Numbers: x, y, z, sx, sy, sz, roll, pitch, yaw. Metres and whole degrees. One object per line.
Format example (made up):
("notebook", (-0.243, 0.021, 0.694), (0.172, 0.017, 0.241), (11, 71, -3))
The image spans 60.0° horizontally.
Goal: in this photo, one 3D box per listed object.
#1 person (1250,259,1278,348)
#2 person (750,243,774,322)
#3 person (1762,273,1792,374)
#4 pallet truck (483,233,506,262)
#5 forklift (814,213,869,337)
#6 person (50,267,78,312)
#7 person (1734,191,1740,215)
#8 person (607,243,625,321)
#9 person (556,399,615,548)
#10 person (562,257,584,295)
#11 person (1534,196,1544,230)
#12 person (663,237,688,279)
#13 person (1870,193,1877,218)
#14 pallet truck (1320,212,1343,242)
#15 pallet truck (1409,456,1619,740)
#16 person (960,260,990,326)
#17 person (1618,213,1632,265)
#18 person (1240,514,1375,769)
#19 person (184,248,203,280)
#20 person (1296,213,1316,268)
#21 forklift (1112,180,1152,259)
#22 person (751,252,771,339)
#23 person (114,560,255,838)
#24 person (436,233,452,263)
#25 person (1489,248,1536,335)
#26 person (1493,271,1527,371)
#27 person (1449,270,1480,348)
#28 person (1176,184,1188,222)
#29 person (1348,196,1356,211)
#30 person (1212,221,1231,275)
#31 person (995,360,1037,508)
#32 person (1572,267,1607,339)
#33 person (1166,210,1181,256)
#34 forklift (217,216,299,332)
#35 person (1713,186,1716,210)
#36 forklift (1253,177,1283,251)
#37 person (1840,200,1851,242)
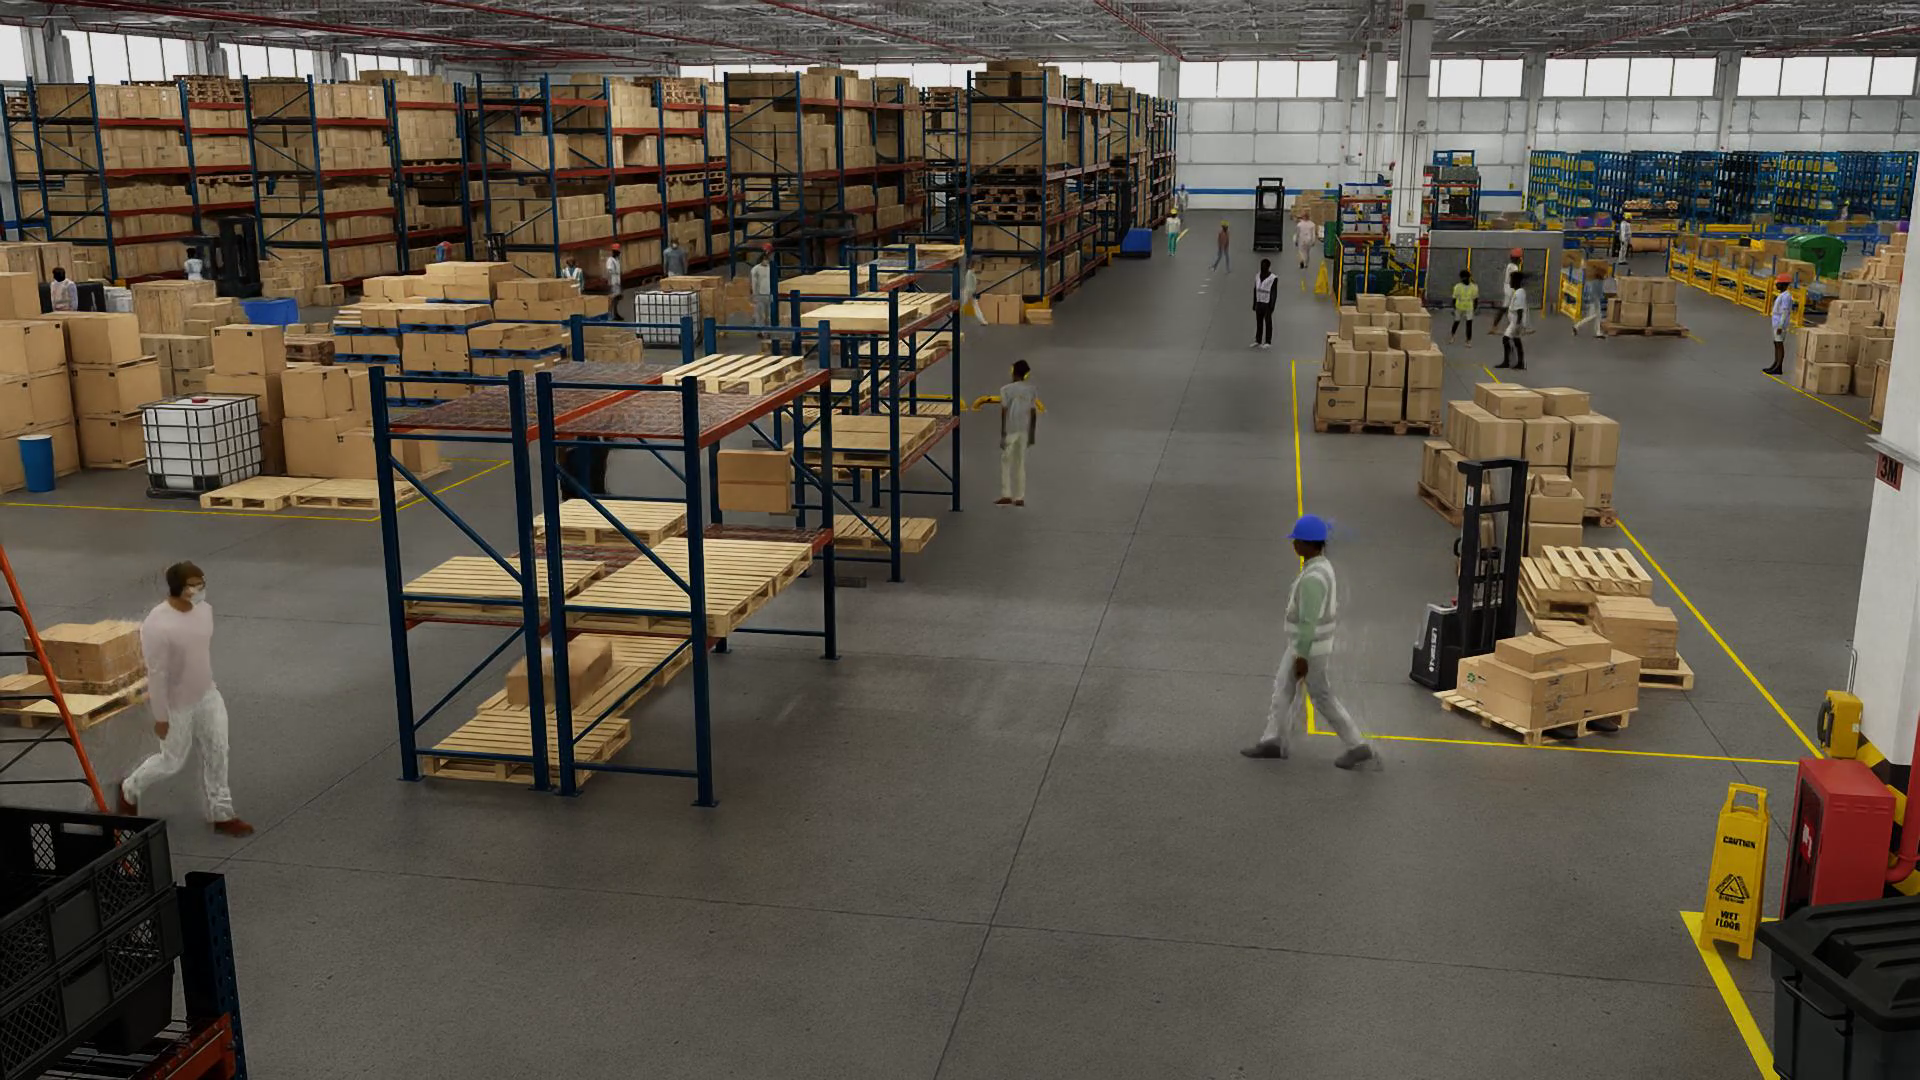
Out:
("person", (6.580, -5.106, 35.911), (0.391, 1.920, 0.587), (-12, 18, -40))
("person", (-4.693, -6.265, 40.585), (1.043, 1.942, 0.644), (-6, 15, -25))
("person", (15.769, -4.158, 32.028), (0.358, 1.938, 0.548), (4, 14, 17))
("pallet truck", (-11.832, -7.026, 43.548), (1.885, 1.965, 0.823), (8, 16, 28))
("forklift", (-2.718, -5.848, 36.948), (1.129, 2.768, 1.873), (3, 14, 10))
("person", (-18.707, -4.772, 34.719), (0.633, 1.841, 0.429), (5, 15, 19))
("person", (37.338, -16.002, 79.894), (0.370, 2.044, 0.608), (2, 14, 7))
("person", (-8.545, -6.374, 41.068), (0.512, 1.916, 0.566), (2, 14, 10))
("person", (-4.198, -0.907, 18.616), (0.696, 2.000, 0.976), (-11, 18, -38))
("person", (-9.342, -6.019, 40.214), (0.524, 1.632, 0.314), (0, 14, -1))
("person", (25.184, -14.082, 72.597), (0.763, 1.795, 0.619), (3, 14, 11))
("person", (-7.512, -7.064, 43.922), (0.630, 1.904, 0.932), (-3, 14, -12))
("person", (43.077, -15.665, 78.647), (0.391, 1.986, 0.609), (-4, 14, -15))
("pallet truck", (15.874, -13.227, 70.310), (0.680, 1.201, 1.601), (10, 17, 35))
("pallet truck", (4.504, 0.400, 13.395), (0.823, 1.965, 1.885), (-6, 15, -23))
("person", (0.240, -5.899, 39.820), (0.920, 1.580, 0.537), (4, 14, 17))
("person", (23.221, -10.508, 58.063), (0.403, 1.817, 0.602), (9, 16, 32))
("person", (2.607, 0.748, 12.174), (0.956, 1.910, 0.615), (3, 14, 12))
("person", (-19.613, -6.650, 42.658), (0.436, 1.676, 0.582), (7, 16, 27))
("person", (11.765, -10.190, 56.629), (0.650, 1.884, 0.809), (3, 14, 12))
("forklift", (6.082, -11.722, 60.796), (1.873, 2.768, 1.129), (2, 14, 9))
("person", (-4.412, -5.531, 37.609), (0.628, 1.935, 0.373), (-11, 18, -38))
("person", (-5.181, 1.043, 10.991), (0.889, 1.900, 0.632), (4, 14, 16))
("person", (-14.403, -7.648, 46.423), (0.428, 1.837, 0.629), (3, 14, 10))
("person", (12.686, -5.674, 38.084), (1.037, 1.987, 0.629), (3, 14, 14))
("person", (10.758, -4.266, 32.455), (0.740, 1.936, 0.634), (4, 14, 15))
("person", (10.999, -5.041, 36.179), (0.605, 1.676, 0.615), (4, 14, 16))
("person", (11.471, -17.386, 85.802), (0.600, 1.916, 0.962), (3, 14, 12))
("person", (19.599, -16.546, 82.933), (0.511, 1.641, 0.307), (2, 14, 8))
("person", (8.589, -9.572, 54.409), (0.539, 1.741, 0.711), (-10, 17, -36))
("person", (0.725, -1.318, 20.713), (0.549, 1.829, 0.481), (-5, 15, -20))
("person", (14.262, -5.348, 37.532), (0.695, 1.605, 0.537), (8, 16, 30))
("person", (7.957, -11.437, 62.008), (0.549, 1.714, 0.891), (2, 14, 6))
("forklift", (-15.258, -5.478, 35.444), (1.873, 2.768, 1.129), (3, 14, 10))
("person", (40.068, -17.929, 88.339), (0.553, 1.731, 0.597), (4, 14, 15))
("forklift", (12.083, -12.747, 64.956), (1.129, 2.768, 1.873), (3, 14, 10))
("person", (37.100, -13.351, 69.709), (0.364, 1.754, 0.544), (6, 15, 22))
